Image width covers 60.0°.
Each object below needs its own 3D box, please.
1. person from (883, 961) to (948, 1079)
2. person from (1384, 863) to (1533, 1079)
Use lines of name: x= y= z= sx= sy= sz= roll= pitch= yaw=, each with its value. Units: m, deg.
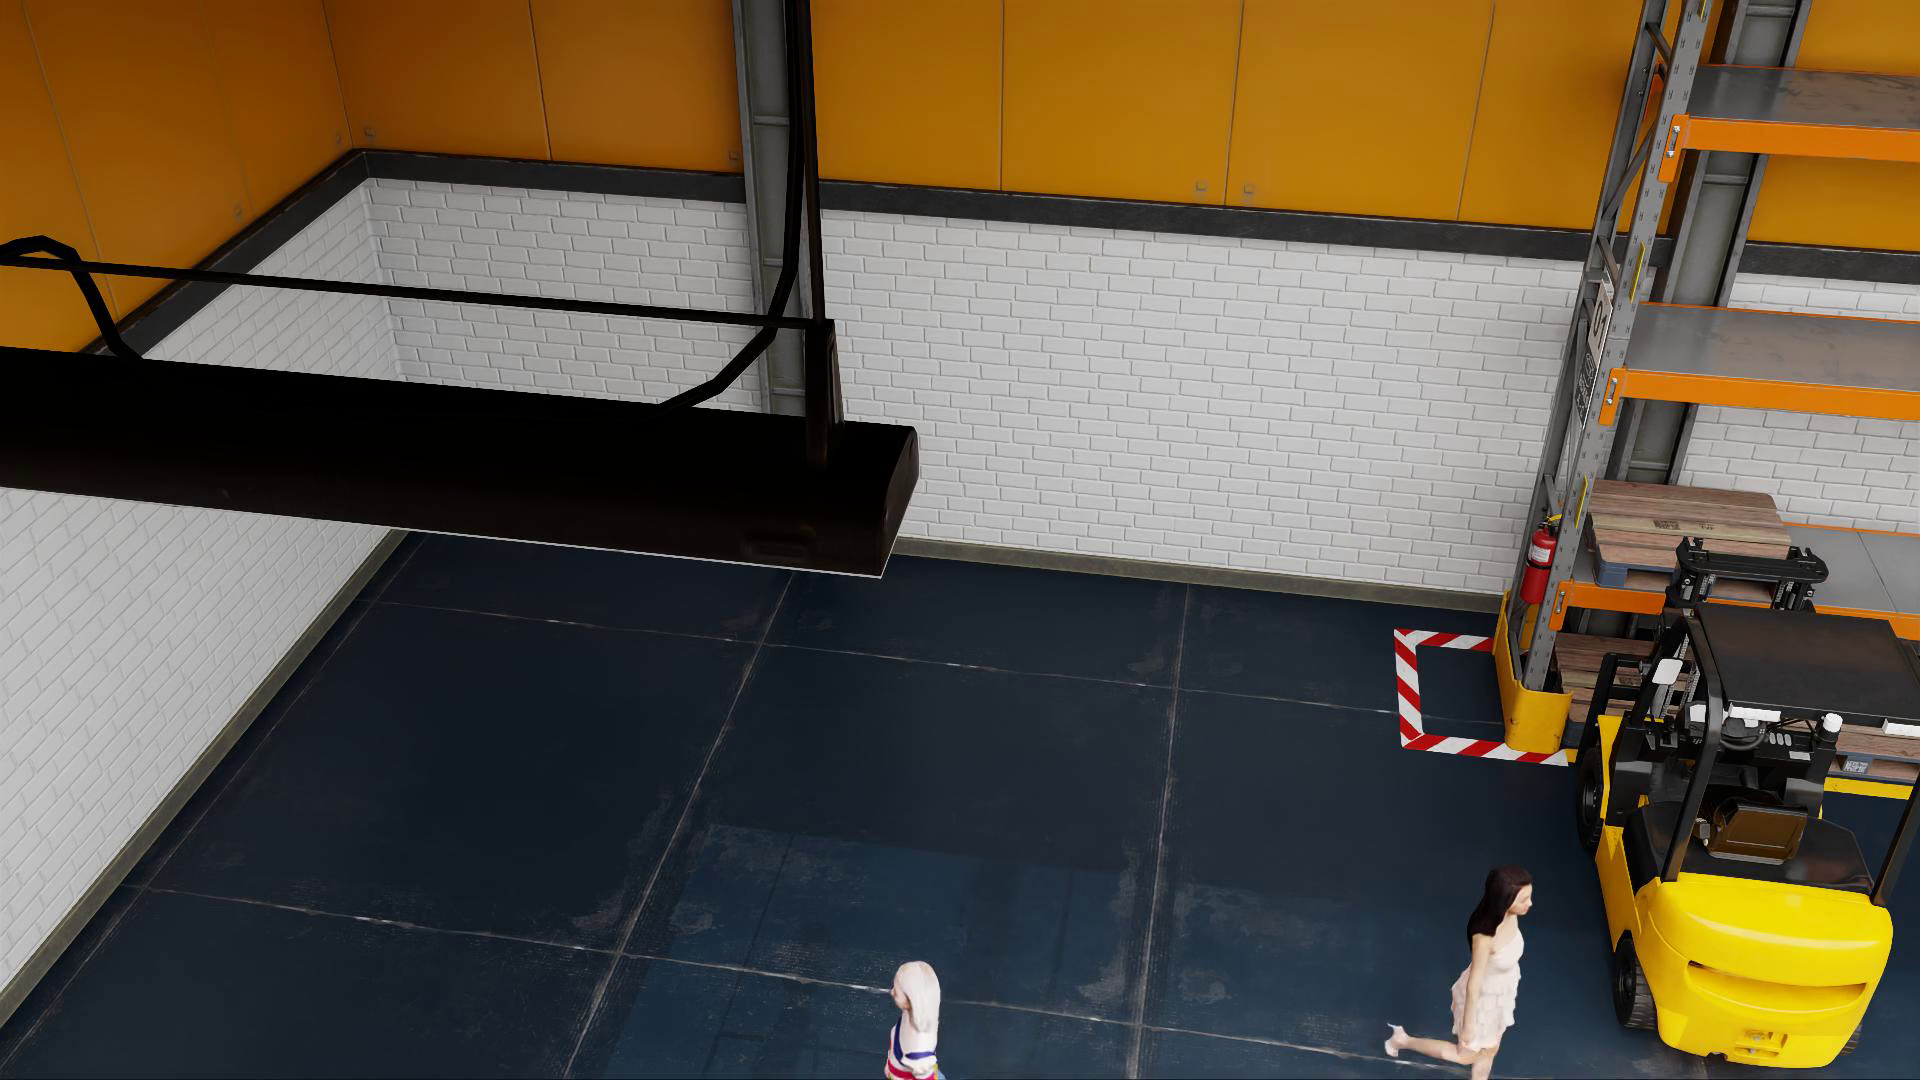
person: x=-0.091 y=2.604 z=7.664 sx=1.125 sy=1.762 sz=0.788 roll=0 pitch=34 yaw=0
person: x=2.506 y=2.244 z=8.243 sx=0.994 sy=1.722 sz=0.861 roll=26 pitch=42 yaw=34
